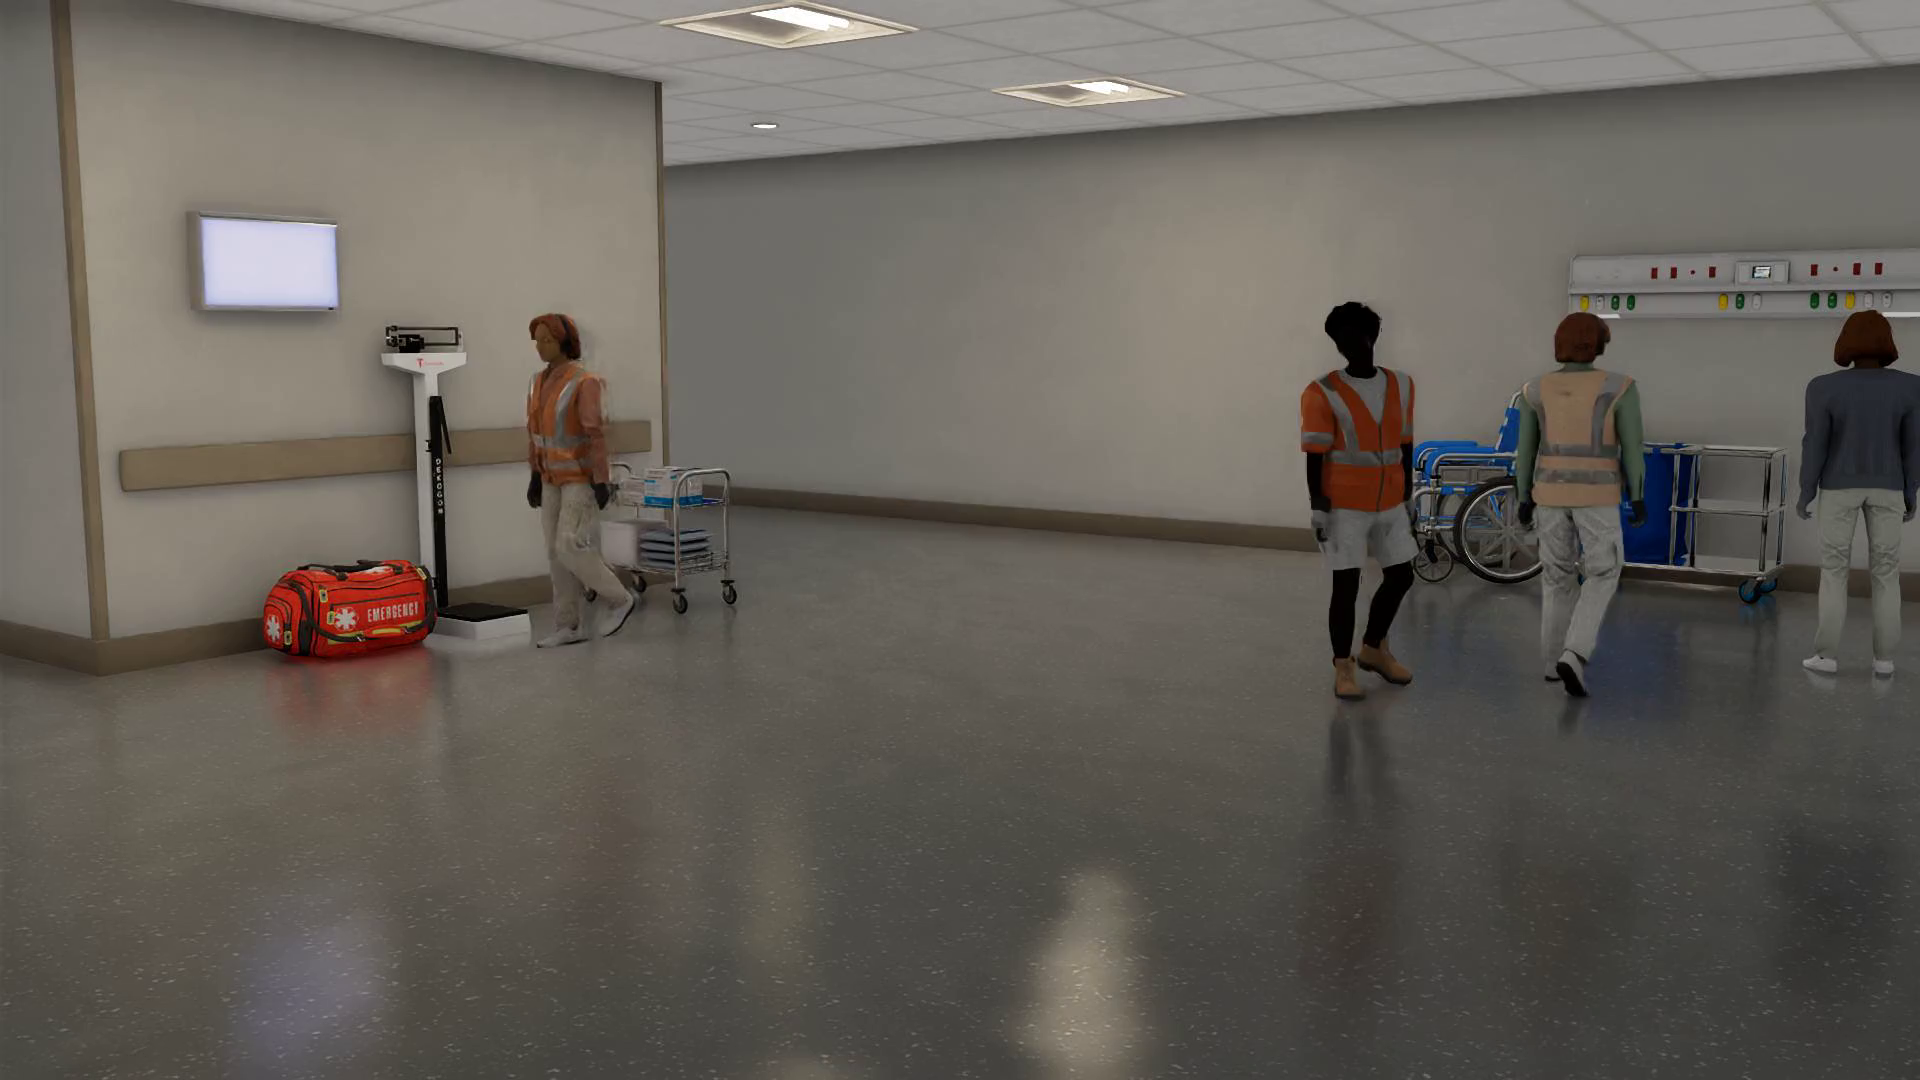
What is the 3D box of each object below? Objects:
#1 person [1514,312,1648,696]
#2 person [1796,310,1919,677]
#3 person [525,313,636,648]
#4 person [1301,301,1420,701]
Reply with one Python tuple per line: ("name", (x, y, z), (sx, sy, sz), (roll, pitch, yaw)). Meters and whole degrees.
("person", (2.616, -0.157, 7.084), (0.528, 1.622, 0.589), (7, 10, 43))
("person", (3.997, -0.201, 7.396), (0.498, 1.632, 0.285), (2, 7, 14))
("person", (-1.870, -0.281, 8.049), (0.527, 1.626, 0.397), (7, 10, 43))
("person", (1.660, -0.160, 6.956), (0.633, 1.660, 0.441), (-3, 8, -21))
